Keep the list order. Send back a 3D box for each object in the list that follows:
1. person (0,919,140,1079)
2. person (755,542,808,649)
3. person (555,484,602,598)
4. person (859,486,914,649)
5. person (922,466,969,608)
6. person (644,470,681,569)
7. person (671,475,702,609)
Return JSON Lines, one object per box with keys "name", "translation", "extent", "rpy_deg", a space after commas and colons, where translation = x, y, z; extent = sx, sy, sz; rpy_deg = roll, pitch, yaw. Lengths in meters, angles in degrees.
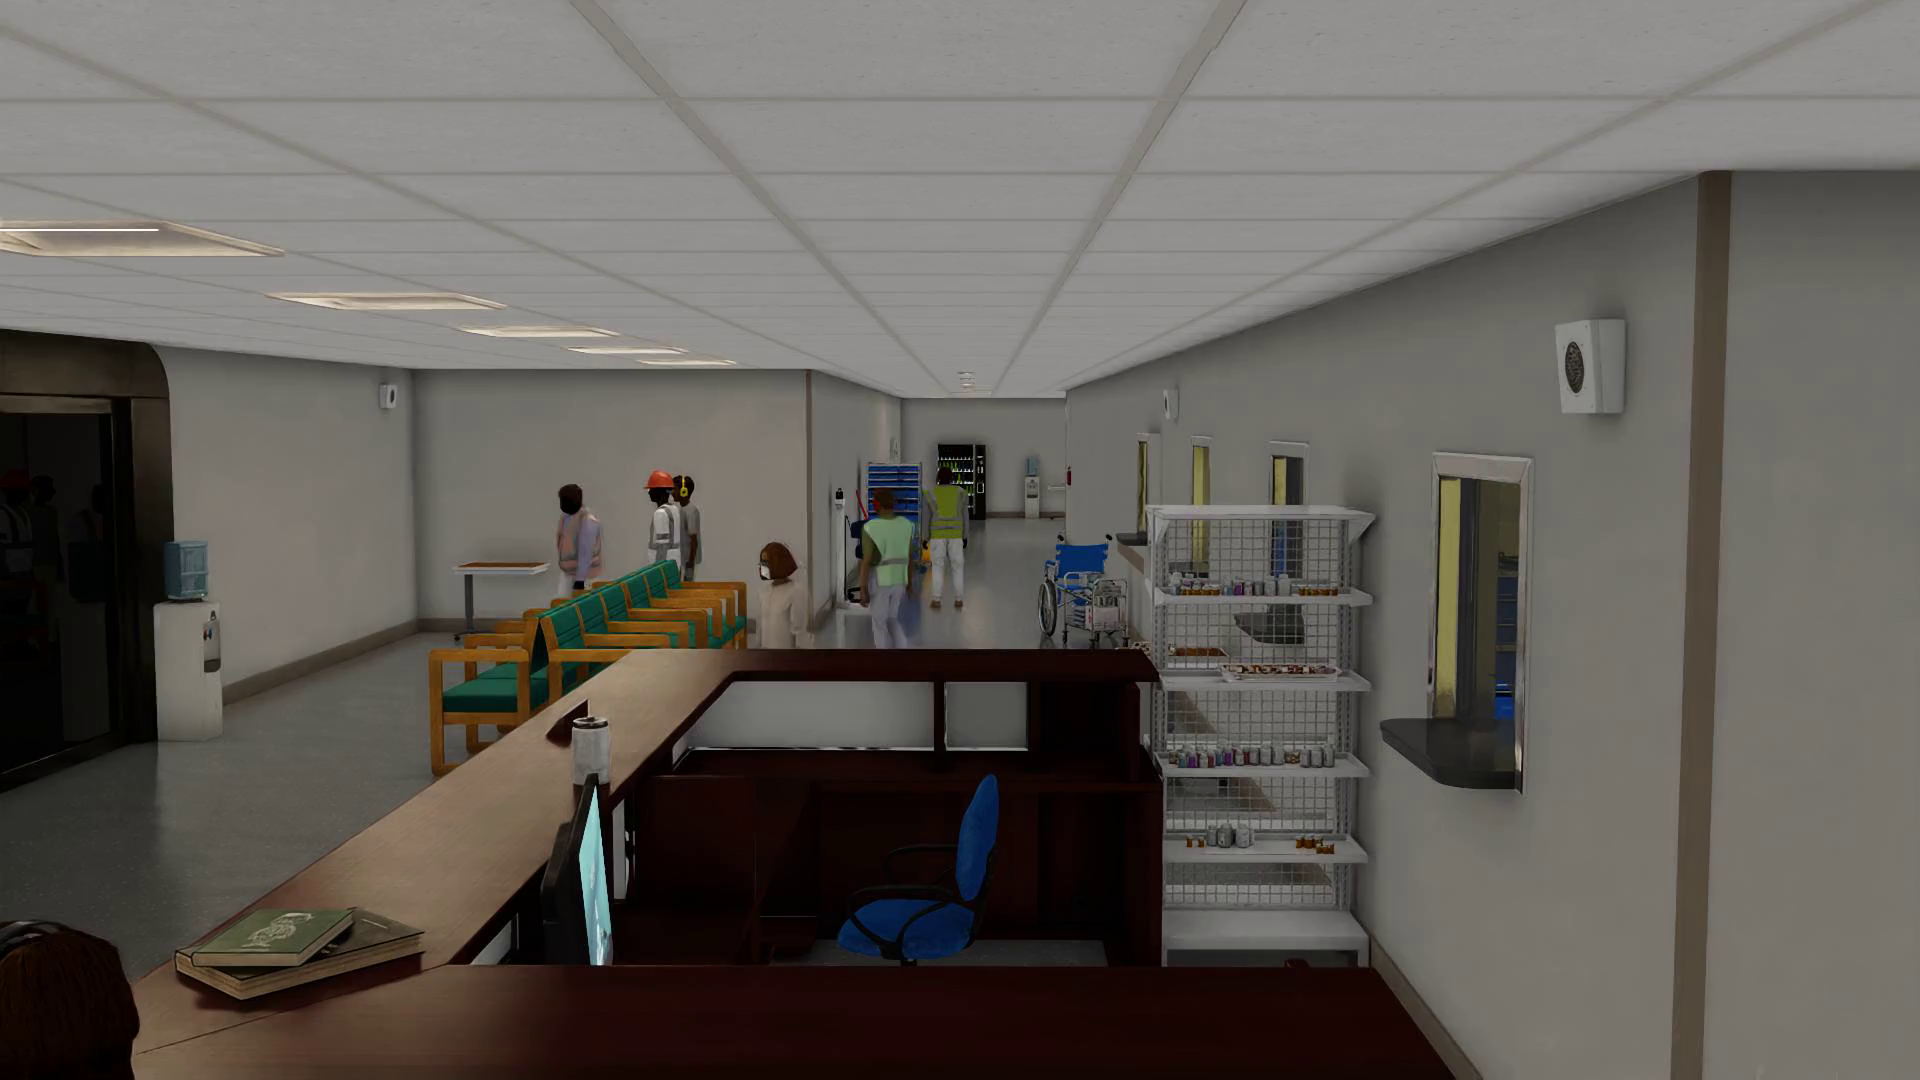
{"name": "person", "translation": [-1.081, 1.362, 2.004], "extent": [0.428, 1.836, 0.628], "rpy_deg": [2, 4, 23]}
{"name": "person", "translation": [-1.164, 0.818, 11.130], "extent": [0.424, 1.617, 0.517], "rpy_deg": [-4, 6, -43]}
{"name": "person", "translation": [-3.804, 0.335, 16.646], "extent": [0.523, 1.802, 0.655], "rpy_deg": [-4, 6, -45]}
{"name": "person", "translation": [-0.657, 0.422, 15.178], "extent": [0.593, 1.832, 0.472], "rpy_deg": [-4, 6, -42]}
{"name": "person", "translation": [-0.189, -0.036, 21.563], "extent": [0.619, 1.845, 0.430], "rpy_deg": [-1, 4, -9]}
{"name": "person", "translation": [-2.960, 0.277, 16.512], "extent": [0.360, 1.938, 0.545], "rpy_deg": [0, 4, 2]}
{"name": "person", "translation": [-2.835, 0.271, 17.153], "extent": [0.344, 1.858, 0.562], "rpy_deg": [-1, 4, -15]}
